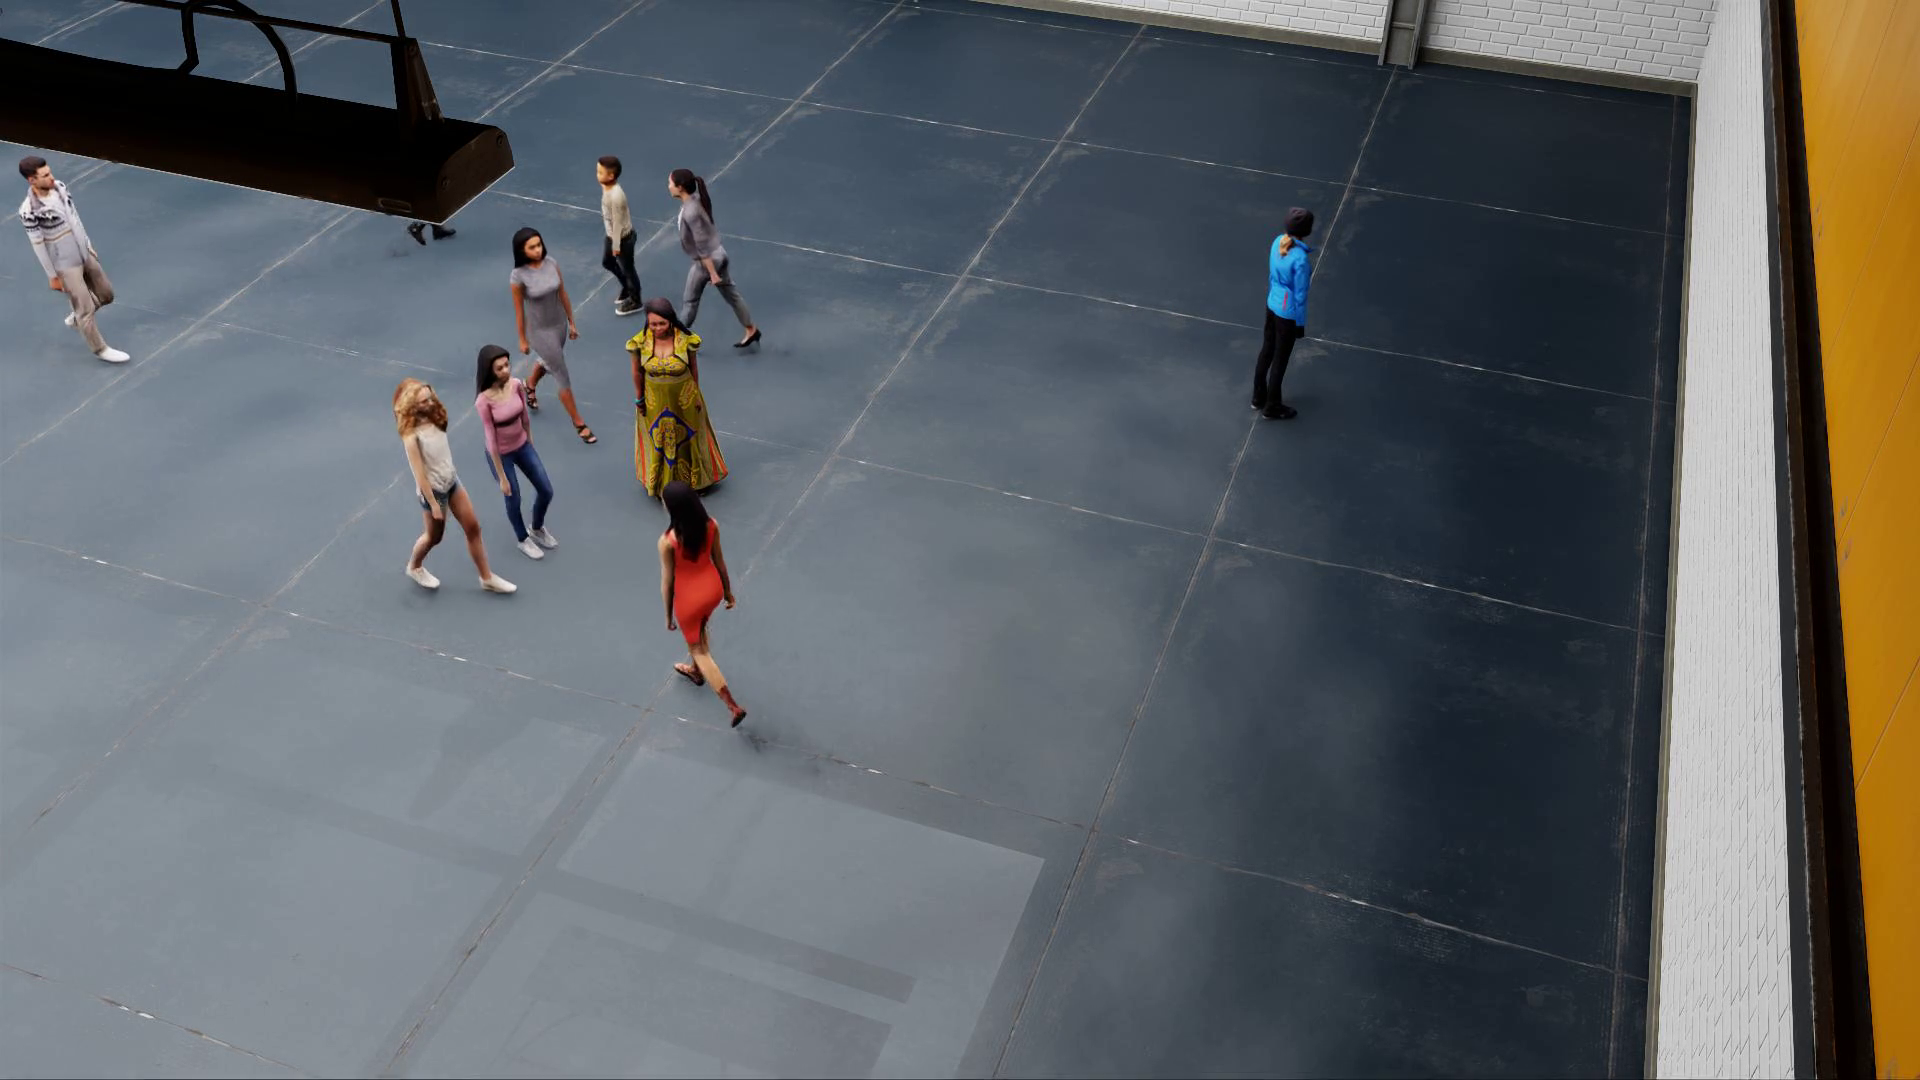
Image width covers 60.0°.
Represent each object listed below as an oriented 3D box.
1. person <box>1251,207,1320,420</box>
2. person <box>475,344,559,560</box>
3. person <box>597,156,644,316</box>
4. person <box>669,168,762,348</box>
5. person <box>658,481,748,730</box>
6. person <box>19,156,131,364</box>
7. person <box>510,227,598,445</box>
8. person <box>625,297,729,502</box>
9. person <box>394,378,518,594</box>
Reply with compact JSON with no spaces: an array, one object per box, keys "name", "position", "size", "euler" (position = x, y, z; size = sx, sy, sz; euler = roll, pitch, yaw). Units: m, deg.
[{"name":"person","position":[2.508,-1.761,12.899],"size":[0.730,1.797,0.692],"euler":[-13,40,-15]},{"name":"person","position":[-3.168,-0.618,11.518],"size":[0.682,1.735,0.669],"euler":[26,46,29]},{"name":"person","position":[-2.845,-2.615,14.244],"size":[0.696,1.453,0.625],"euler":[-19,42,-22]},{"name":"person","position":[-1.980,-2.230,13.644],"size":[1.175,1.601,0.842],"euler":[1,39,2]},{"name":"person","position":[-1.572,0.421,10.255],"size":[1.193,1.689,0.954],"euler":[31,48,32]},{"name":"person","position":[-7.307,-2.284,13.523],"size":[0.876,1.836,0.784],"euler":[7,39,8]},{"name":"person","position":[-3.219,-1.600,12.743],"size":[1.198,1.740,0.840],"euler":[26,46,29]},{"name":"person","position":[-2.110,-1.035,12.100],"size":[0.950,1.659,1.056],"euler":[-8,39,-10]},{"name":"person","position":[-3.577,-0.319,11.151],"size":[1.034,1.725,0.640],"euler":[10,40,12]}]
